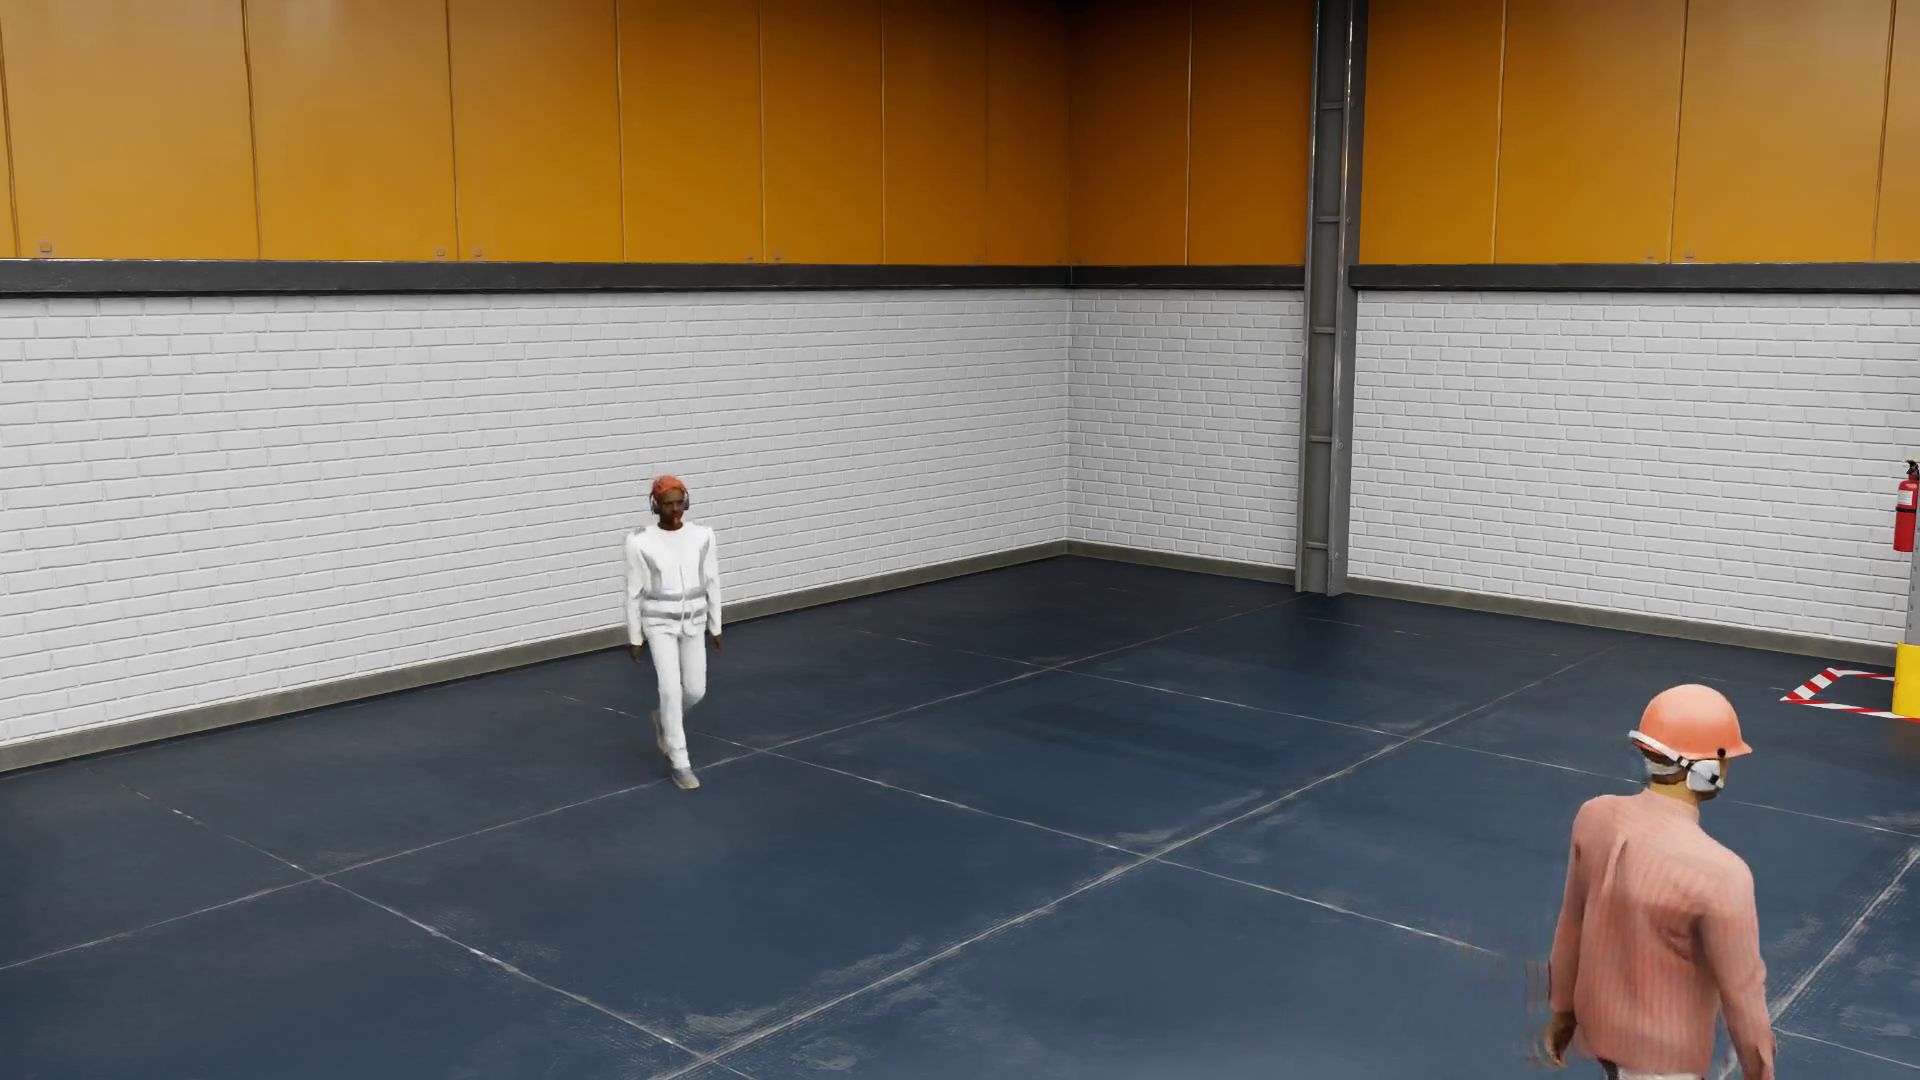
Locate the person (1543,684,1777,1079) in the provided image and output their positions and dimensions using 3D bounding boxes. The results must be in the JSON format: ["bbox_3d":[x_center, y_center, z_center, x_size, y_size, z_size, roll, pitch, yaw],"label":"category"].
[{"bbox_3d":[1.970,1.348,4.563,1.028,1.935,0.650,-2,9,-15],"label":"person"}]

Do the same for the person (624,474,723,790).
[{"bbox_3d":[-1.740,0.520,10.017,0.587,1.862,0.741,-5,10,-30],"label":"person"}]
